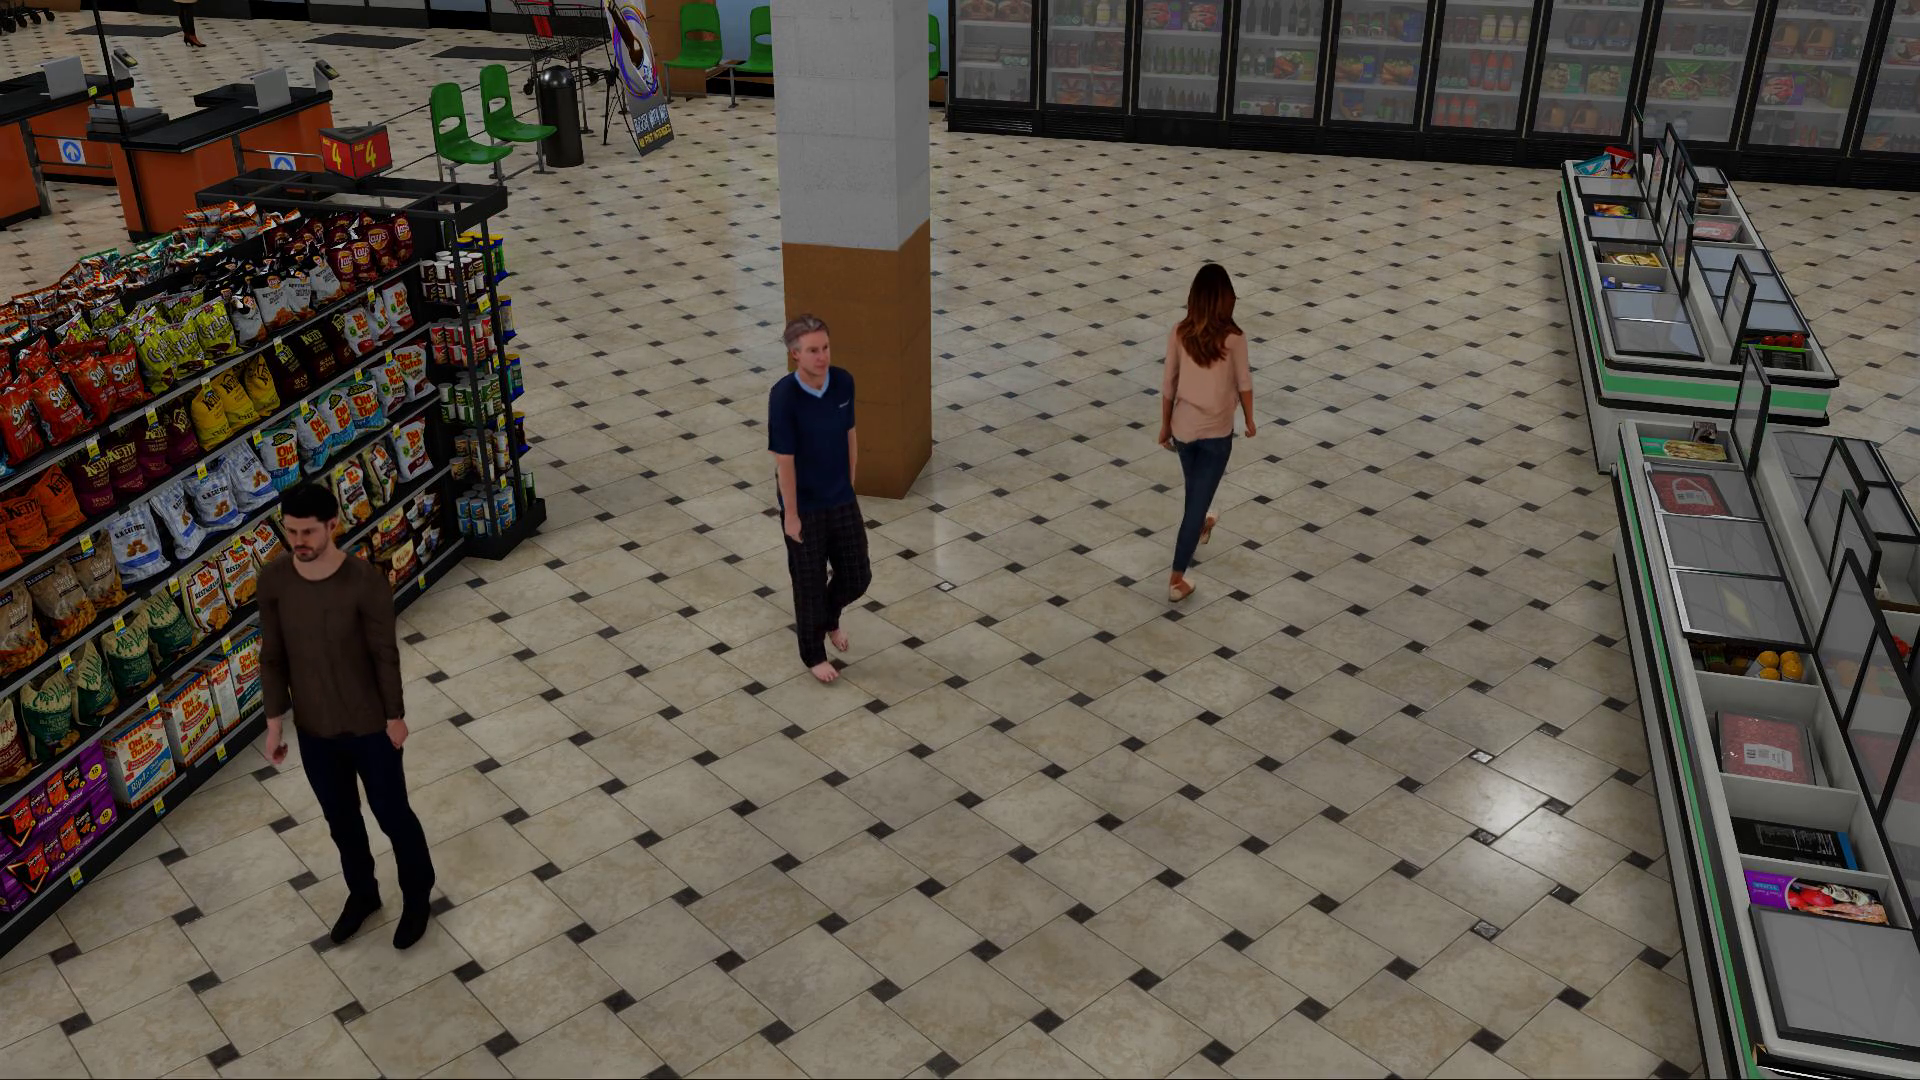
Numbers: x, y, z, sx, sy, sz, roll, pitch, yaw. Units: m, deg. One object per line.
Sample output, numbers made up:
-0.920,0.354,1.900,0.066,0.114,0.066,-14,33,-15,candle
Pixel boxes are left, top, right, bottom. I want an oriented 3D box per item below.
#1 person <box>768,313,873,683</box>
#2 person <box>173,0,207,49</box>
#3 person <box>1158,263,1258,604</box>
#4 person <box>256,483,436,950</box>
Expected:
-0.736,-0.204,7.949,0.825,1.854,0.891,-18,32,-31,person
-10.658,-7.623,22.769,0.715,1.682,0.710,-22,34,-37,person
1.238,-0.506,8.672,0.811,1.738,1.198,15,30,26,person
-2.312,0.634,6.261,0.690,1.886,0.678,3,27,5,person
